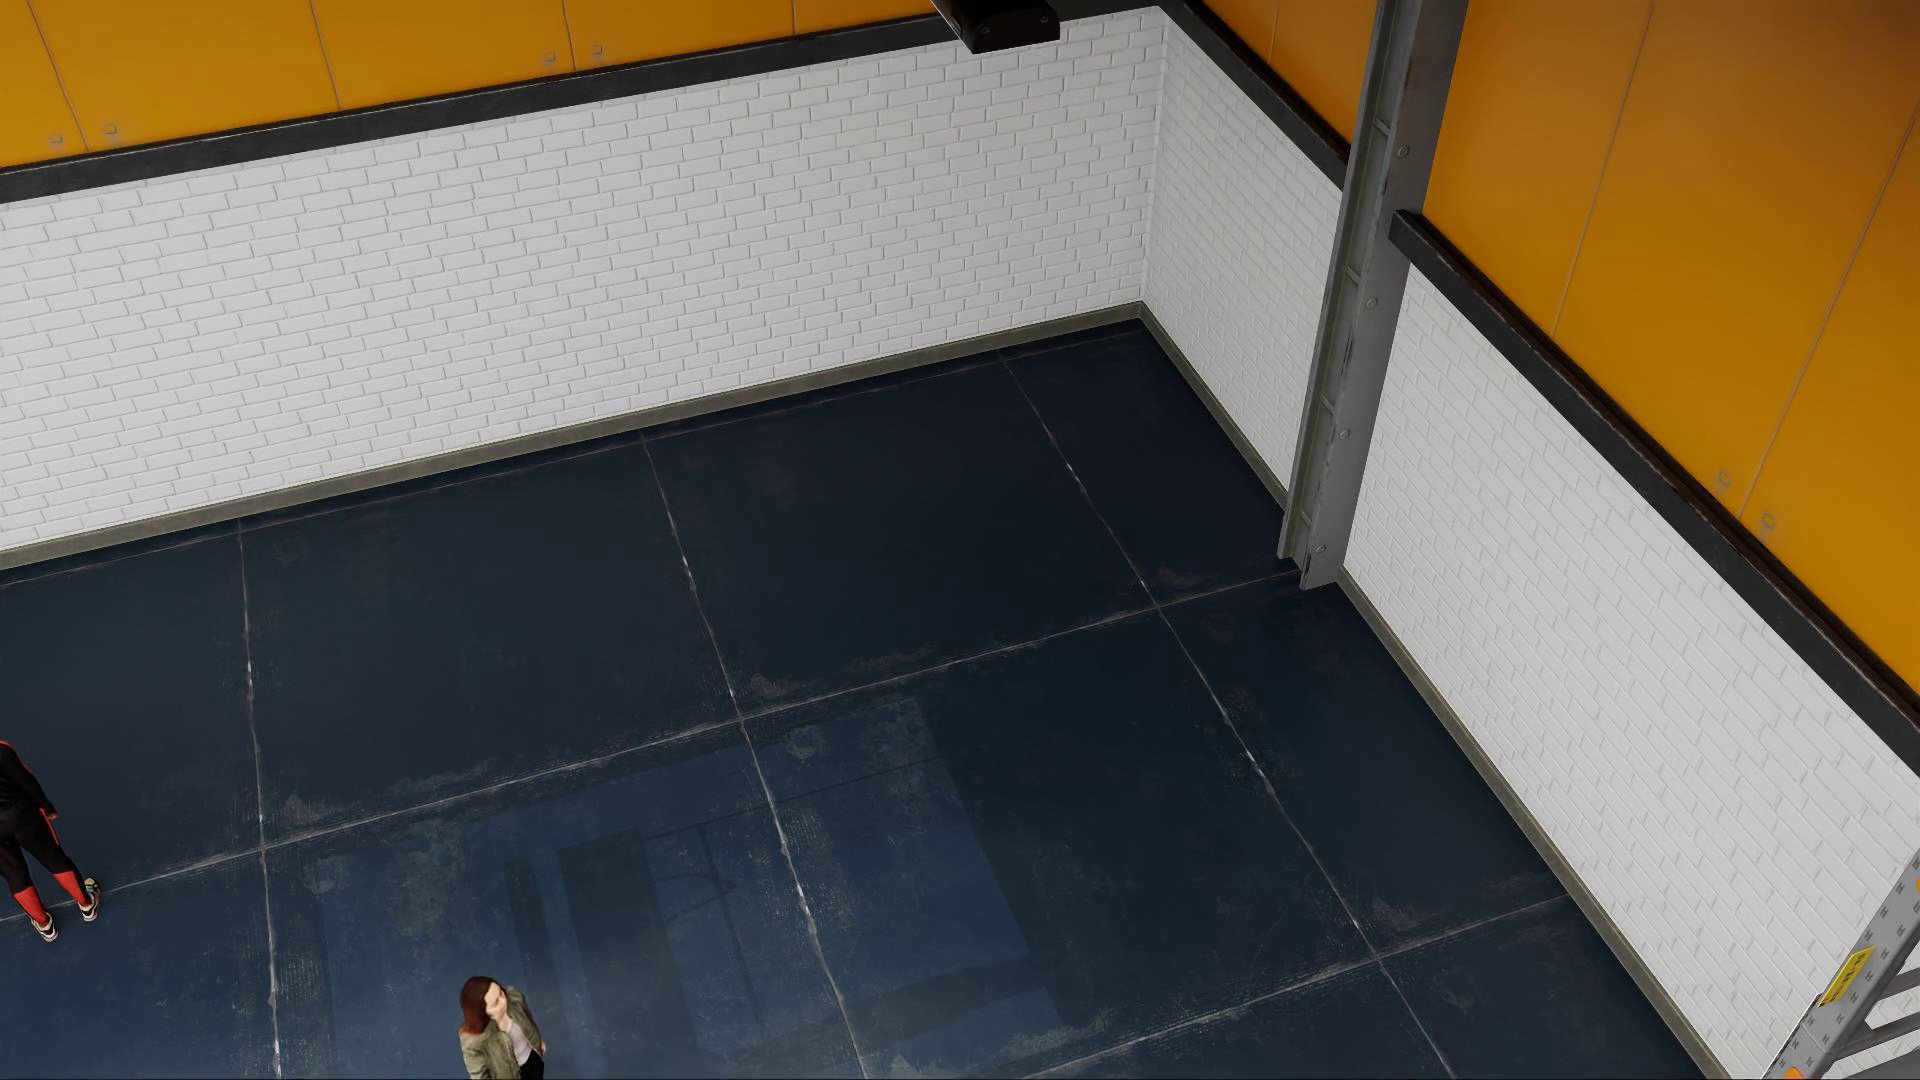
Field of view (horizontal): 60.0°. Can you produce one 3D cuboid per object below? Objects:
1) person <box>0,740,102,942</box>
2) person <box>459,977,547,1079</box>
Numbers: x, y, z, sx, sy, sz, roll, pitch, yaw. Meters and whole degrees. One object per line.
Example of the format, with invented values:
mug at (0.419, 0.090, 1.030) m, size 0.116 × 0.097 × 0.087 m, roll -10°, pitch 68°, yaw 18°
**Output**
person at (-5.275, 1.557, 9.176) m, size 0.680 × 1.807 × 0.610 m, roll -24°, pitch 49°, yaw -23°
person at (-2.244, 2.615, 8.306) m, size 0.700 × 1.476 × 0.659 m, roll 22°, pitch 48°, yaw 21°
